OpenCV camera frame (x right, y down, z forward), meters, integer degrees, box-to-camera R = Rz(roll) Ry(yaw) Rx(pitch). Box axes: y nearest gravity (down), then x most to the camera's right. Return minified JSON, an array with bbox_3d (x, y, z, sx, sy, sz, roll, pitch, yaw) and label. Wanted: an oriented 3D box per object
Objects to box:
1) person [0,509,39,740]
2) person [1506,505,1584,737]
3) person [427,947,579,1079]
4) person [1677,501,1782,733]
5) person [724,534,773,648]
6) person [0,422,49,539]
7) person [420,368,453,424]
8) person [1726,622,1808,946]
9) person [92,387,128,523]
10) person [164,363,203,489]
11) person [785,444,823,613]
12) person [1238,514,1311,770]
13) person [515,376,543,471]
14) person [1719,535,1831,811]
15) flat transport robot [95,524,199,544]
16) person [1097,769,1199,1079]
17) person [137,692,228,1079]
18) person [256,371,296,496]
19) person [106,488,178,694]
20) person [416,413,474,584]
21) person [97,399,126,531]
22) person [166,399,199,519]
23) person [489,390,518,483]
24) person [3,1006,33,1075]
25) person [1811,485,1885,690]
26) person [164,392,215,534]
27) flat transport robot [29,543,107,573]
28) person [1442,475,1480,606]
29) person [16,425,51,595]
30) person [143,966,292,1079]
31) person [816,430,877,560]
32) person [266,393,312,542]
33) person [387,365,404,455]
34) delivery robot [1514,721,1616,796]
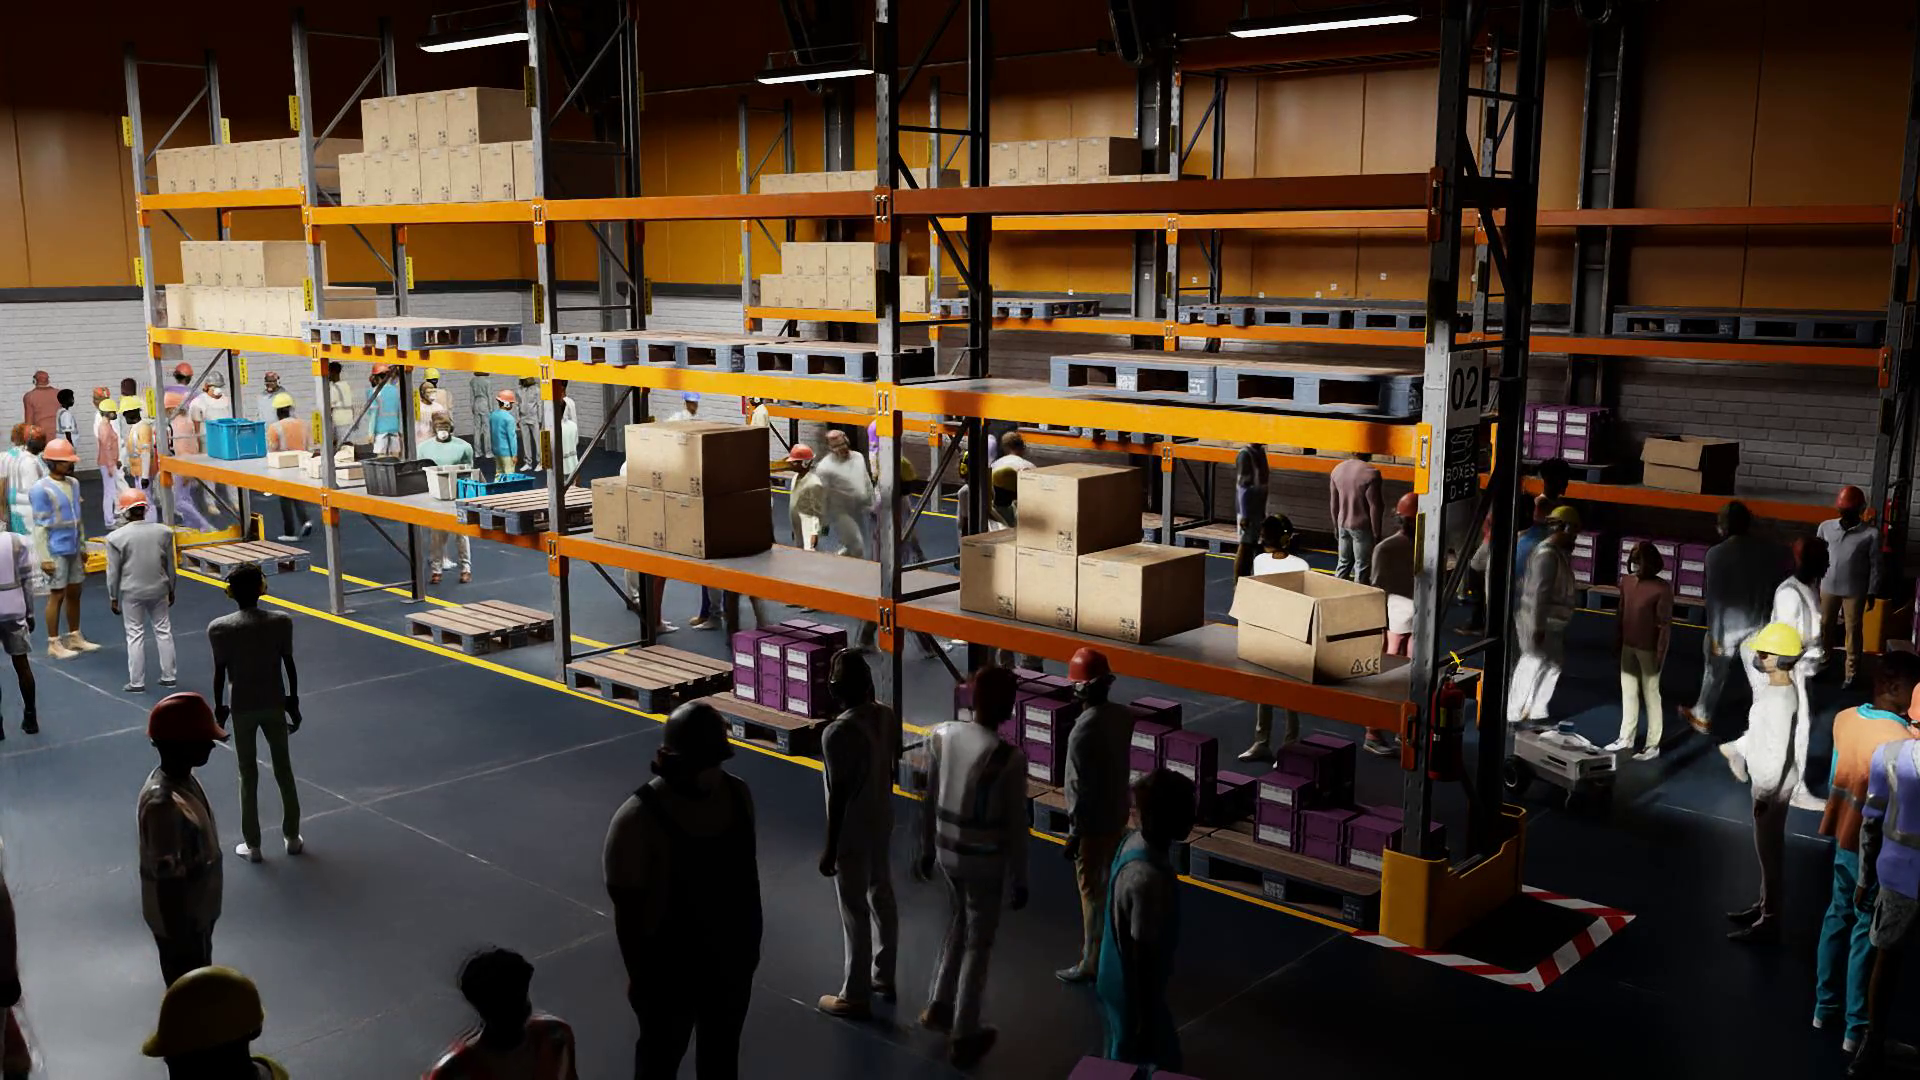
[{"bbox_3d":[-7.400,0.574,12.764,0.374,1.929,0.542,10,14,43],"label":"person"},{"bbox_3d":[4.521,0.627,12.902,0.481,1.783,0.659,6,12,30],"label":"person"},{"bbox_3d":[-1.435,2.041,5.212,0.614,1.677,0.539,9,13,42],"label":"person"},{"bbox_3d":[5.853,0.636,12.513,0.737,1.872,1.016,-1,10,-6],"label":"person"},{"bbox_3d":[-1.977,0.178,15.389,0.592,1.804,0.822,-4,11,-22],"label":"person"},{"bbox_3d":[-10.409,-0.394,18.531,0.536,1.825,0.376,-7,12,-35],"label":"person"},{"bbox_3d":[-8.032,-1.668,25.441,0.366,1.926,0.594,8,13,37],"label":"person"},{"bbox_3d":[4.385,1.313,9.036,0.301,1.772,0.531,5,11,26],"label":"person"},{"bbox_3d":[-11.610,-1.157,22.734,0.591,1.872,0.372,9,14,43],"label":"person"},{"bbox_3d":[-11.880,-1.713,25.527,0.610,1.979,1.057,2,10,12],"label":"person"},{"bbox_3d":[-1.616,-0.122,17.188,0.340,1.752,0.564,-6,12,-30],"label":"person"},{"bbox_3d":[2.295,0.733,12.052,0.322,1.863,0.528,-9,14,-43],"label":"person"},{"bbox_3d":[-7.251,-2.019,27.983,0.490,1.735,0.326,2,10,14],"label":"person"},{"bbox_3d":[5.578,0.874,11.246,0.662,1.865,0.584,8,13,38],"label":"person"},{"bbox_3d":[-10.061,0.013,20.618,0.652,0.197,1.431,5,11,28],"label":"flat transport robot"},{"bbox_3d":[0.648,1.750,6.450,0.844,1.816,0.522,1,10,5],"label":"person"},{"bbox_3d":[-3.258,1.584,7.071,0.379,1.930,0.537,-3,11,-18],"label":"person"},{"bbox_3d":[-10.350,-1.601,25.156,0.642,1.900,0.400,2,10,13],"label":"person"},{"bbox_3d":[-6.953,0.425,14.129,0.350,1.743,0.568,9,14,42],"label":"person"},{"bbox_3d":[-5.744,-0.459,18.619,0.626,1.930,0.380,-2,10,-13],"label":"person"},{"bbox_3d":[-11.299,-1.000,22.147,0.337,1.758,0.518,-5,11,-25],"label":"person"},{"bbox_3d":[-10.845,-1.144,23.100,0.799,1.711,0.497,9,14,43],"label":"person"},{"bbox_3d":[-6.474,-1.272,23.741,0.575,1.739,0.350,9,14,42],"label":"person"},{"bbox_3d":[-4.666,1.500,7.213,0.758,2.000,1.059,8,13,40],"label":"person"},{"bbox_3d":[7.562,0.399,14.251,0.343,1.746,0.578,-8,13,-40],"label":"person"},{"bbox_3d":[-9.780,-0.885,20.886,0.481,1.974,0.652,-5,11,-27],"label":"person"},{"bbox_3d":[-10.463,0.180,19.675,1.431,0.197,0.652,5,11,28],"label":"flat transport robot"},{"bbox_3d":[5.168,-0.179,17.510,0.563,1.751,0.342,1,10,5],"label":"person"},{"bbox_3d":[-9.930,-0.315,17.991,0.537,1.861,0.607,-4,11,-23],"label":"person"},{"bbox_3d":[-1.908,2.048,4.469,0.400,1.919,0.590,-5,11,-27],"label":"person"},{"bbox_3d":[-1.219,-0.275,17.813,0.785,1.843,0.650,7,12,33],"label":"person"},{"bbox_3d":[-8.596,-0.925,21.257,0.404,1.914,0.616,6,12,30],"label":"person"},{"bbox_3d":[-10.186,-2.353,30.134,0.517,1.636,0.313,4,11,22],"label":"person"},{"bbox_3d":[4.104,1.474,11.291,0.477,0.478,0.707,-4,11,-21],"label":"delivery robot"}]
